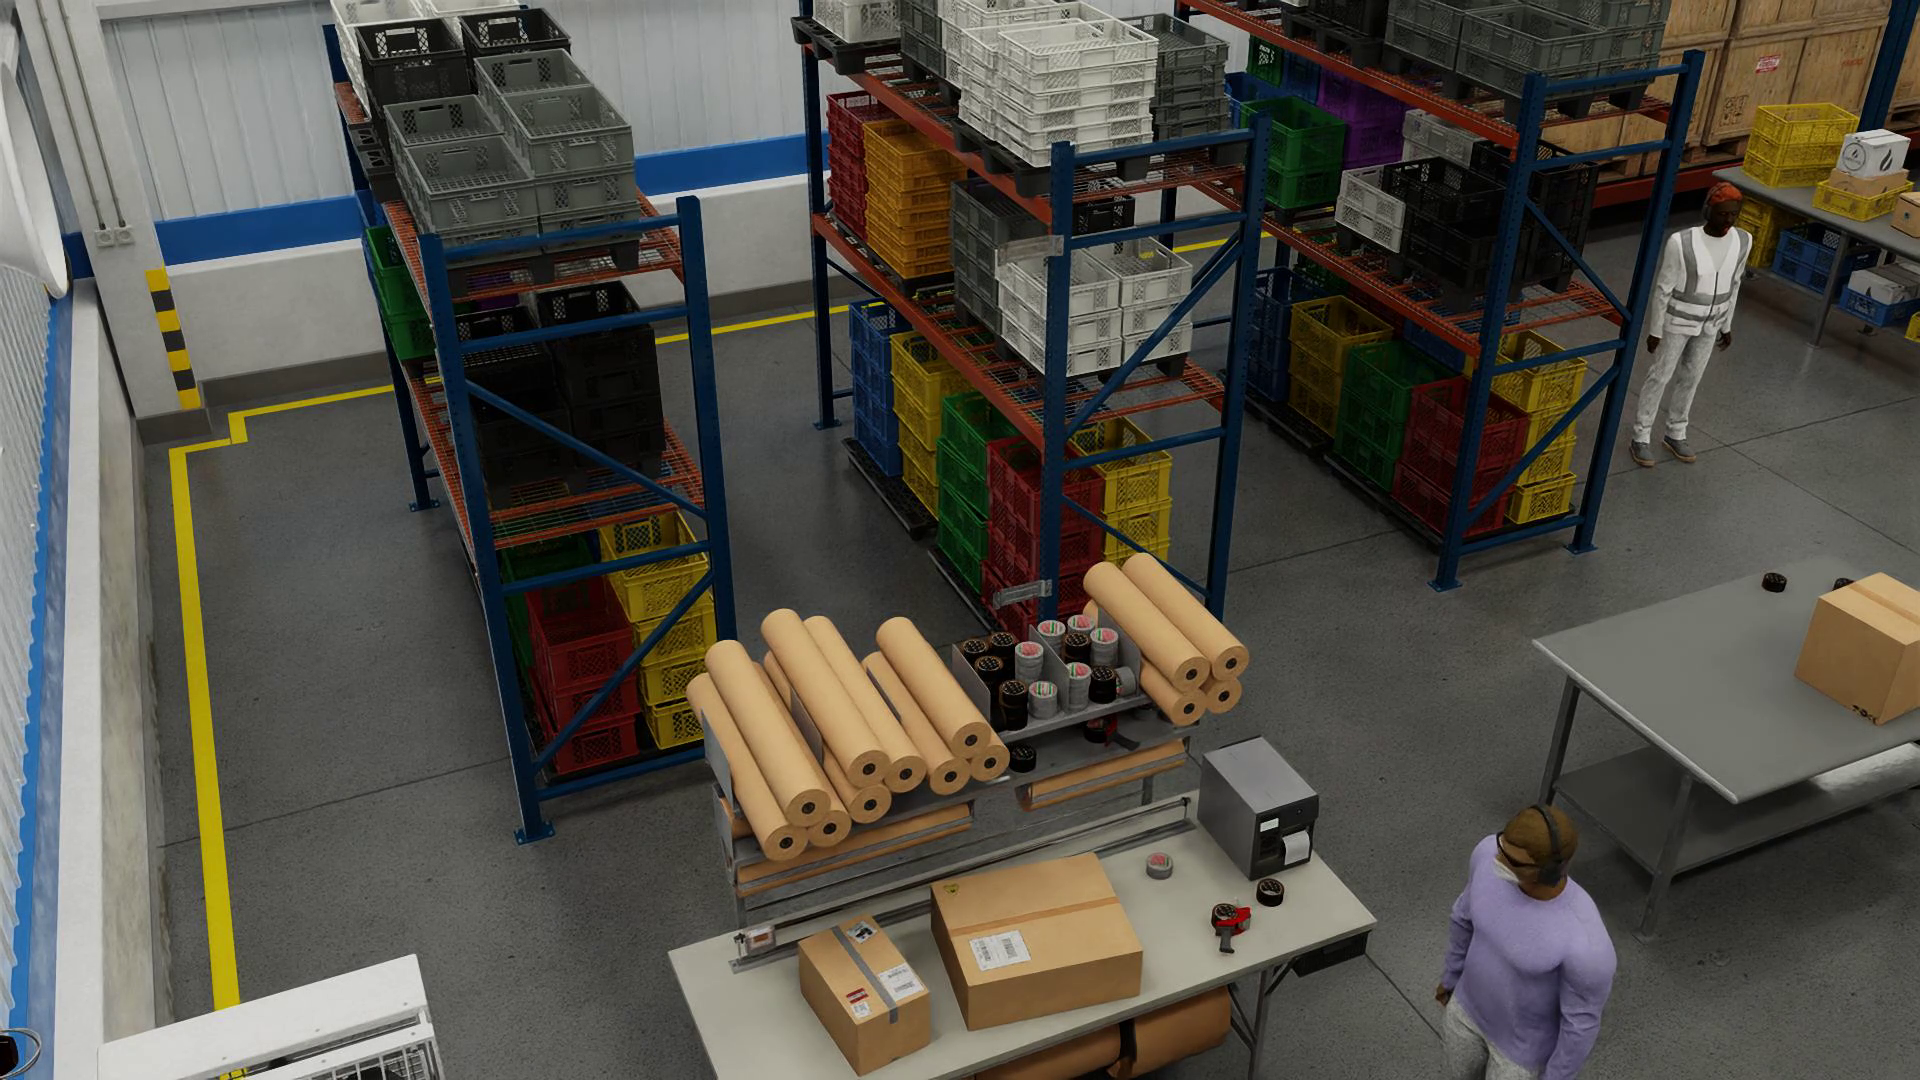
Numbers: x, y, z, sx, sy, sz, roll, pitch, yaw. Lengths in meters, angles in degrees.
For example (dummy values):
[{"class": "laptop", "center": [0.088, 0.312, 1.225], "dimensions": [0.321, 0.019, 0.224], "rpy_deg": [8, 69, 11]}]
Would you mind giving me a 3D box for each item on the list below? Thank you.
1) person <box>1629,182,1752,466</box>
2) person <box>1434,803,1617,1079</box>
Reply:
[{"class": "person", "center": [4.678, -1.367, 10.639], "dimensions": [0.584, 1.881, 0.349], "rpy_deg": [-6, 32, -9]}, {"class": "person", "center": [1.863, 1.655, 5.679], "dimensions": [0.351, 1.936, 0.634], "rpy_deg": [-13, 34, -20]}]
